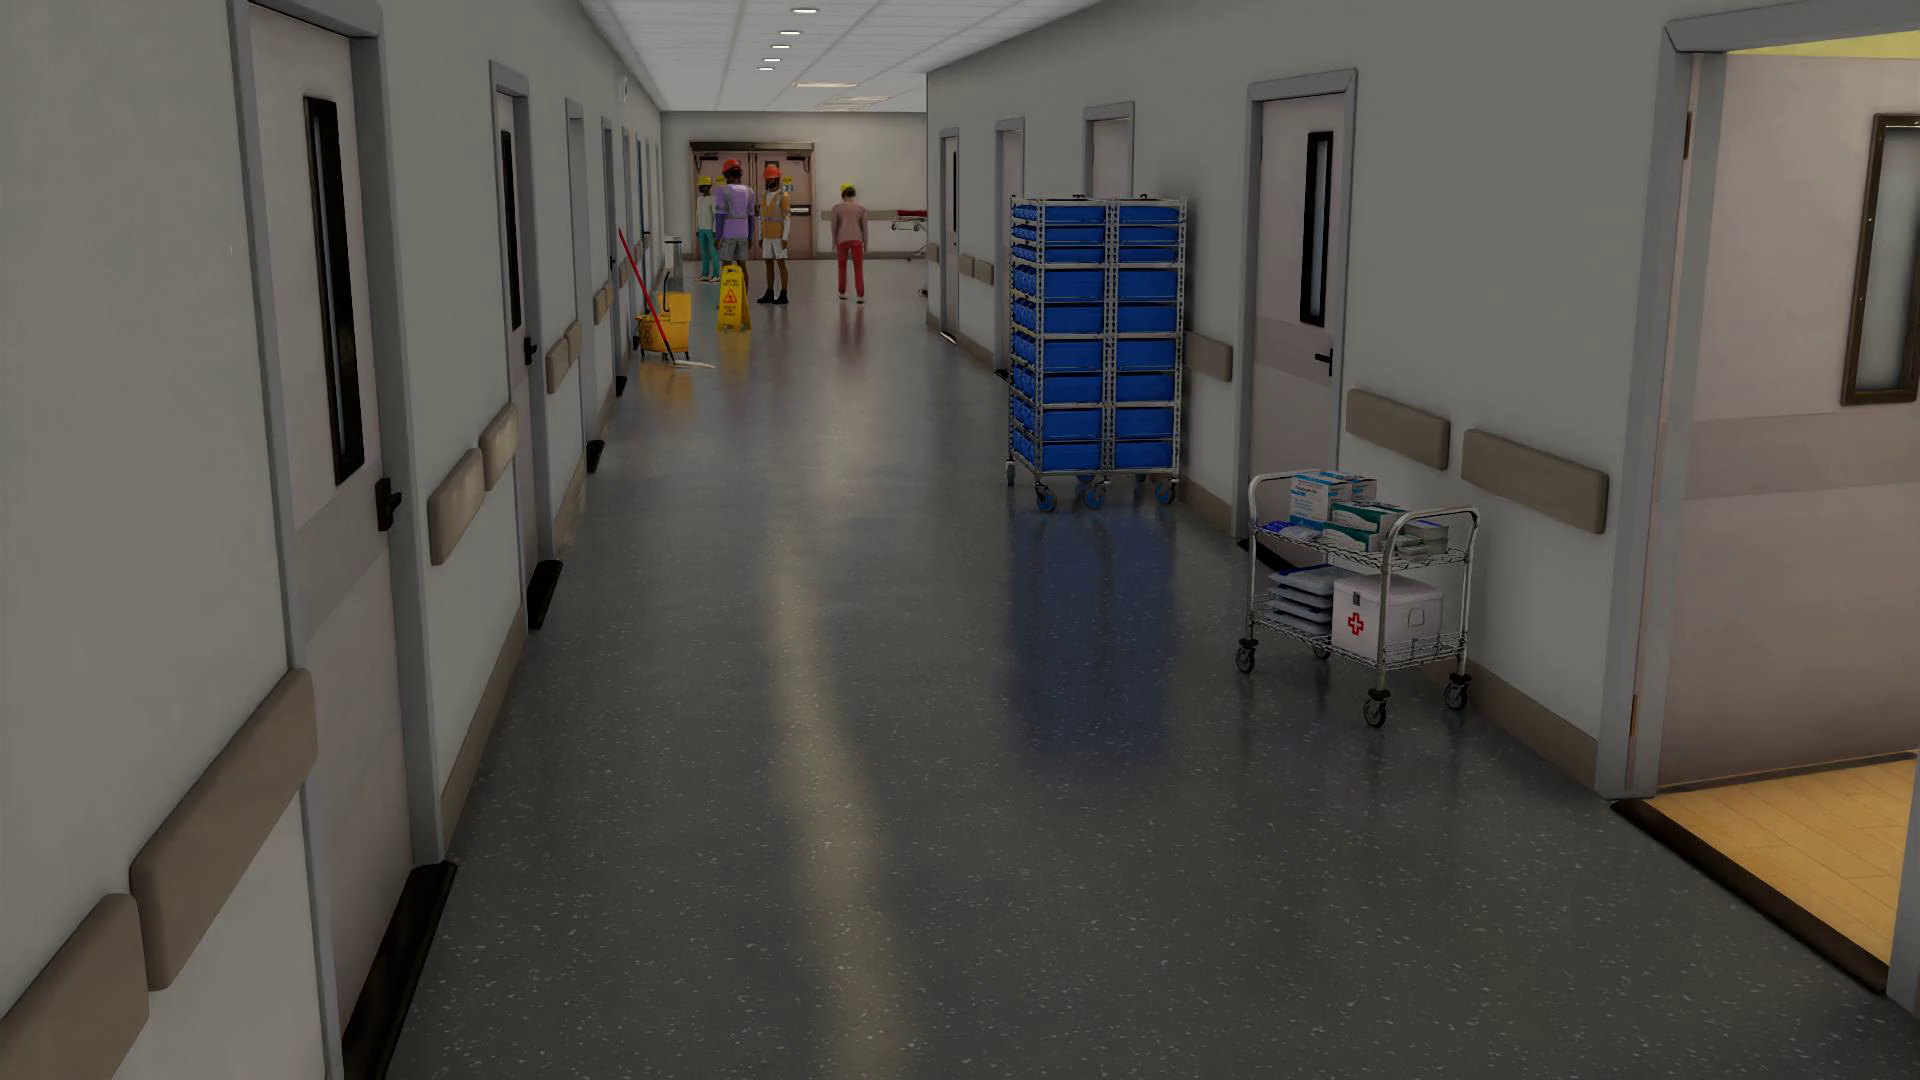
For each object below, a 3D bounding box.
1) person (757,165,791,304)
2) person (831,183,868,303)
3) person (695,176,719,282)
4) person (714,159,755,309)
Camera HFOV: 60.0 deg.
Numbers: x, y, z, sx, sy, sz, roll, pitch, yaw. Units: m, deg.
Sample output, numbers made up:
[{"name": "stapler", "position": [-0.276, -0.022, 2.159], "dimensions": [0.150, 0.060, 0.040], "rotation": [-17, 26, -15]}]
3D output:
[{"name": "person", "position": [-2.637, -4.304, 23.485], "dimensions": [0.545, 1.942, 0.349], "rotation": [9, 15, 34]}, {"name": "person", "position": [-1.591, -4.259, 23.870], "dimensions": [0.537, 1.673, 0.992], "rotation": [-2, 13, -10]}, {"name": "person", "position": [-4.252, -5.211, 27.908], "dimensions": [0.525, 1.769, 0.315], "rotation": [11, 17, 40]}, {"name": "person", "position": [-3.078, -4.147, 22.610], "dimensions": [0.612, 2.028, 0.409], "rotation": [-12, 17, -42]}]
